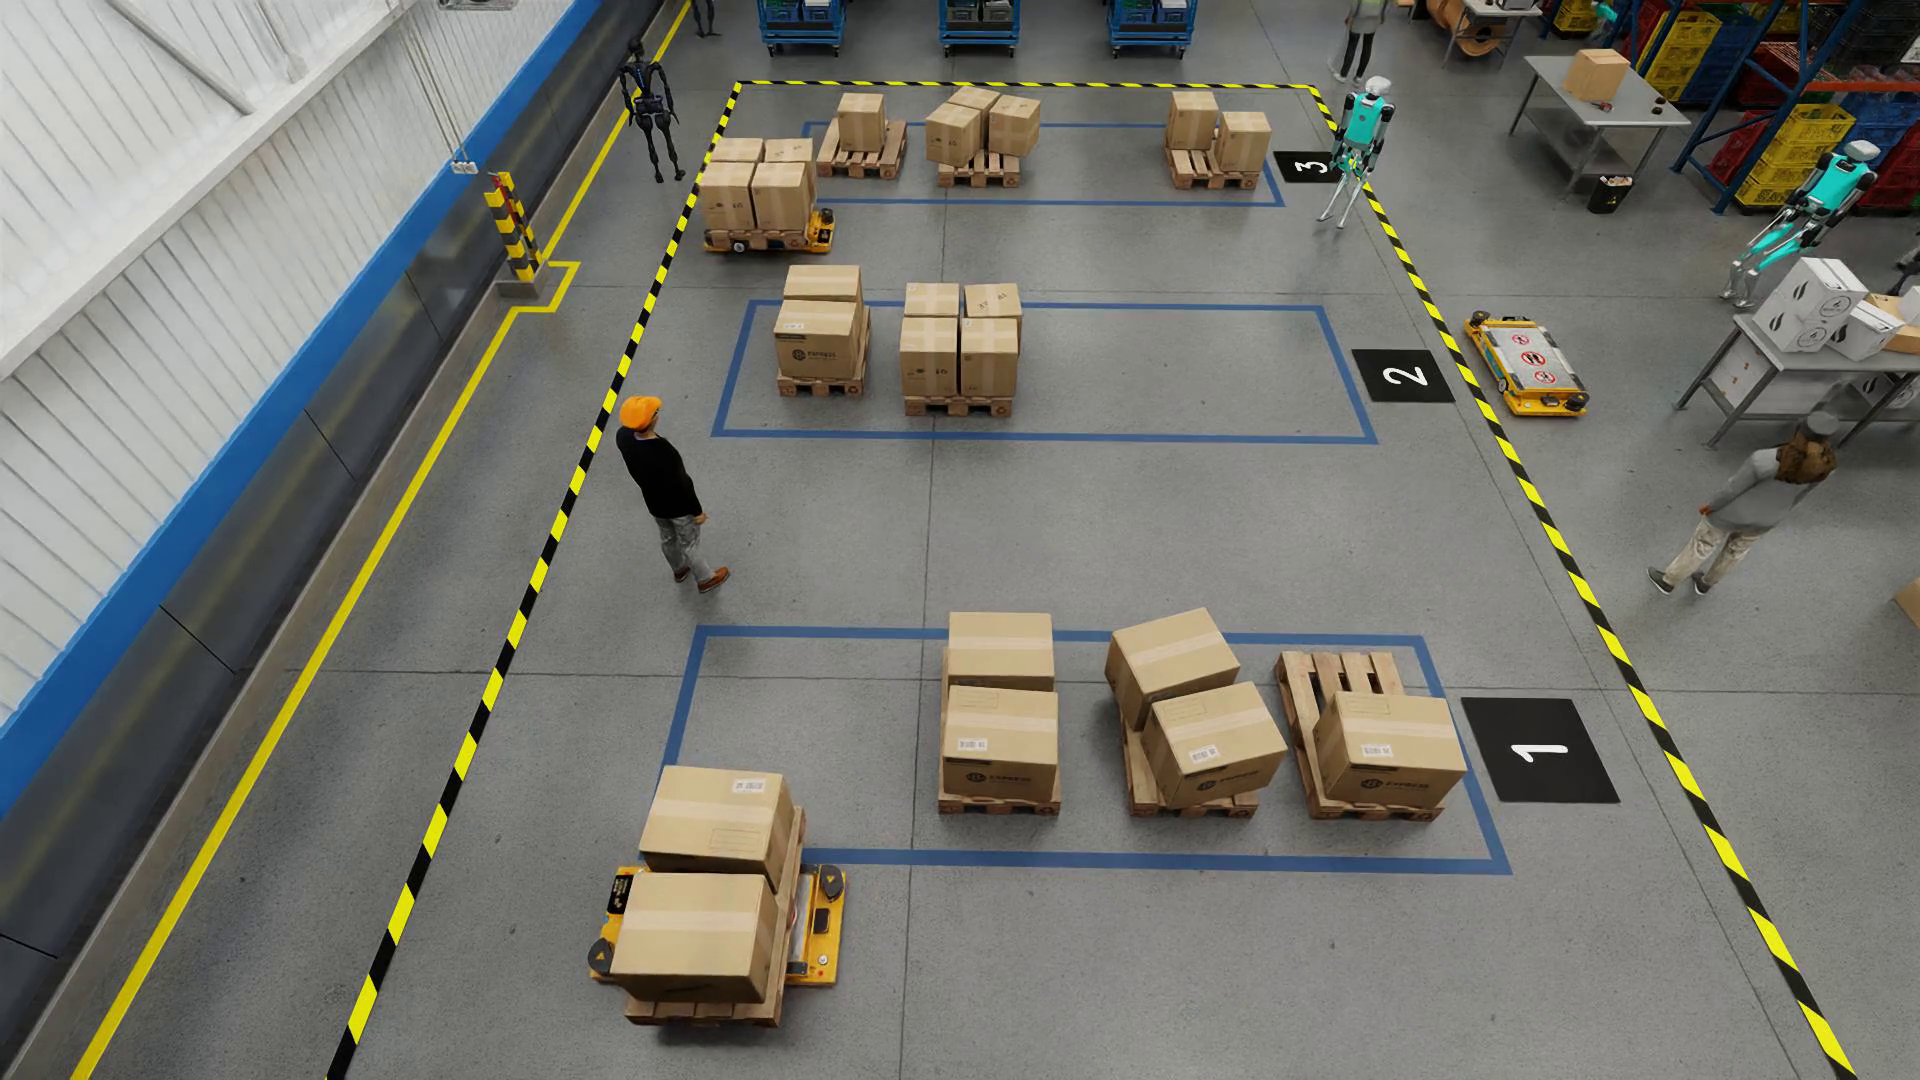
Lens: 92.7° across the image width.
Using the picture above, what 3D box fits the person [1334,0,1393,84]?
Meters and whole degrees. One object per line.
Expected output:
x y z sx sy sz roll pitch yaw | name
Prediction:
5.749 -7.451 12.935 0.597 1.850 0.396 -2 49 -1 | person

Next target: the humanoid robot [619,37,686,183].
-3.738 -5.178 11.074 0.599 1.657 0.315 -7 49 -6 | humanoid robot

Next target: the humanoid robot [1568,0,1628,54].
9.604 -7.999 13.496 0.804 1.801 0.530 28 55 22 | humanoid robot

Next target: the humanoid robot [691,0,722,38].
-4.092 -8.636 14.078 0.602 1.646 0.408 9 50 8 | humanoid robot

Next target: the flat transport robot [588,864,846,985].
-1.438 2.297 5.526 1.431 0.197 0.652 1 49 1 | flat transport robot

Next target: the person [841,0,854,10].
-2.044 -9.458 14.633 0.693 1.917 0.643 12 50 10 | person

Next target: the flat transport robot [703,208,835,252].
-2.201 -3.611 10.640 1.431 0.197 0.652 1 49 1 | flat transport robot

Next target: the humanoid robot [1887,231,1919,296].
10.114 -3.102 9.285 0.428 1.636 0.589 -28 55 -22 | humanoid robot

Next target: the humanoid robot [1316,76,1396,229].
4.483 -4.351 10.243 0.533 1.672 0.735 33 57 25 | humanoid robot

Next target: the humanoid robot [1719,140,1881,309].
8.284 -3.108 9.185 0.746 1.685 0.532 -16 51 -13 | humanoid robot

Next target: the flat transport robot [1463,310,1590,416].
5.573 -1.757 9.054 0.659 0.231 1.431 1 49 1 | flat transport robot

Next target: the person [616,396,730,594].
-2.125 -0.304 6.729 0.585 1.884 0.362 24 53 20 | person

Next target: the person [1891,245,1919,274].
10.786 -3.511 9.568 0.721 1.786 0.628 19 52 16 | person

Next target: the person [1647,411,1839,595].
5.774 -0.222 6.737 0.565 1.761 0.406 5 49 4 | person

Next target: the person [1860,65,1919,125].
11.541 -5.648 11.273 1.020 1.991 0.635 -8 50 -7 | person
